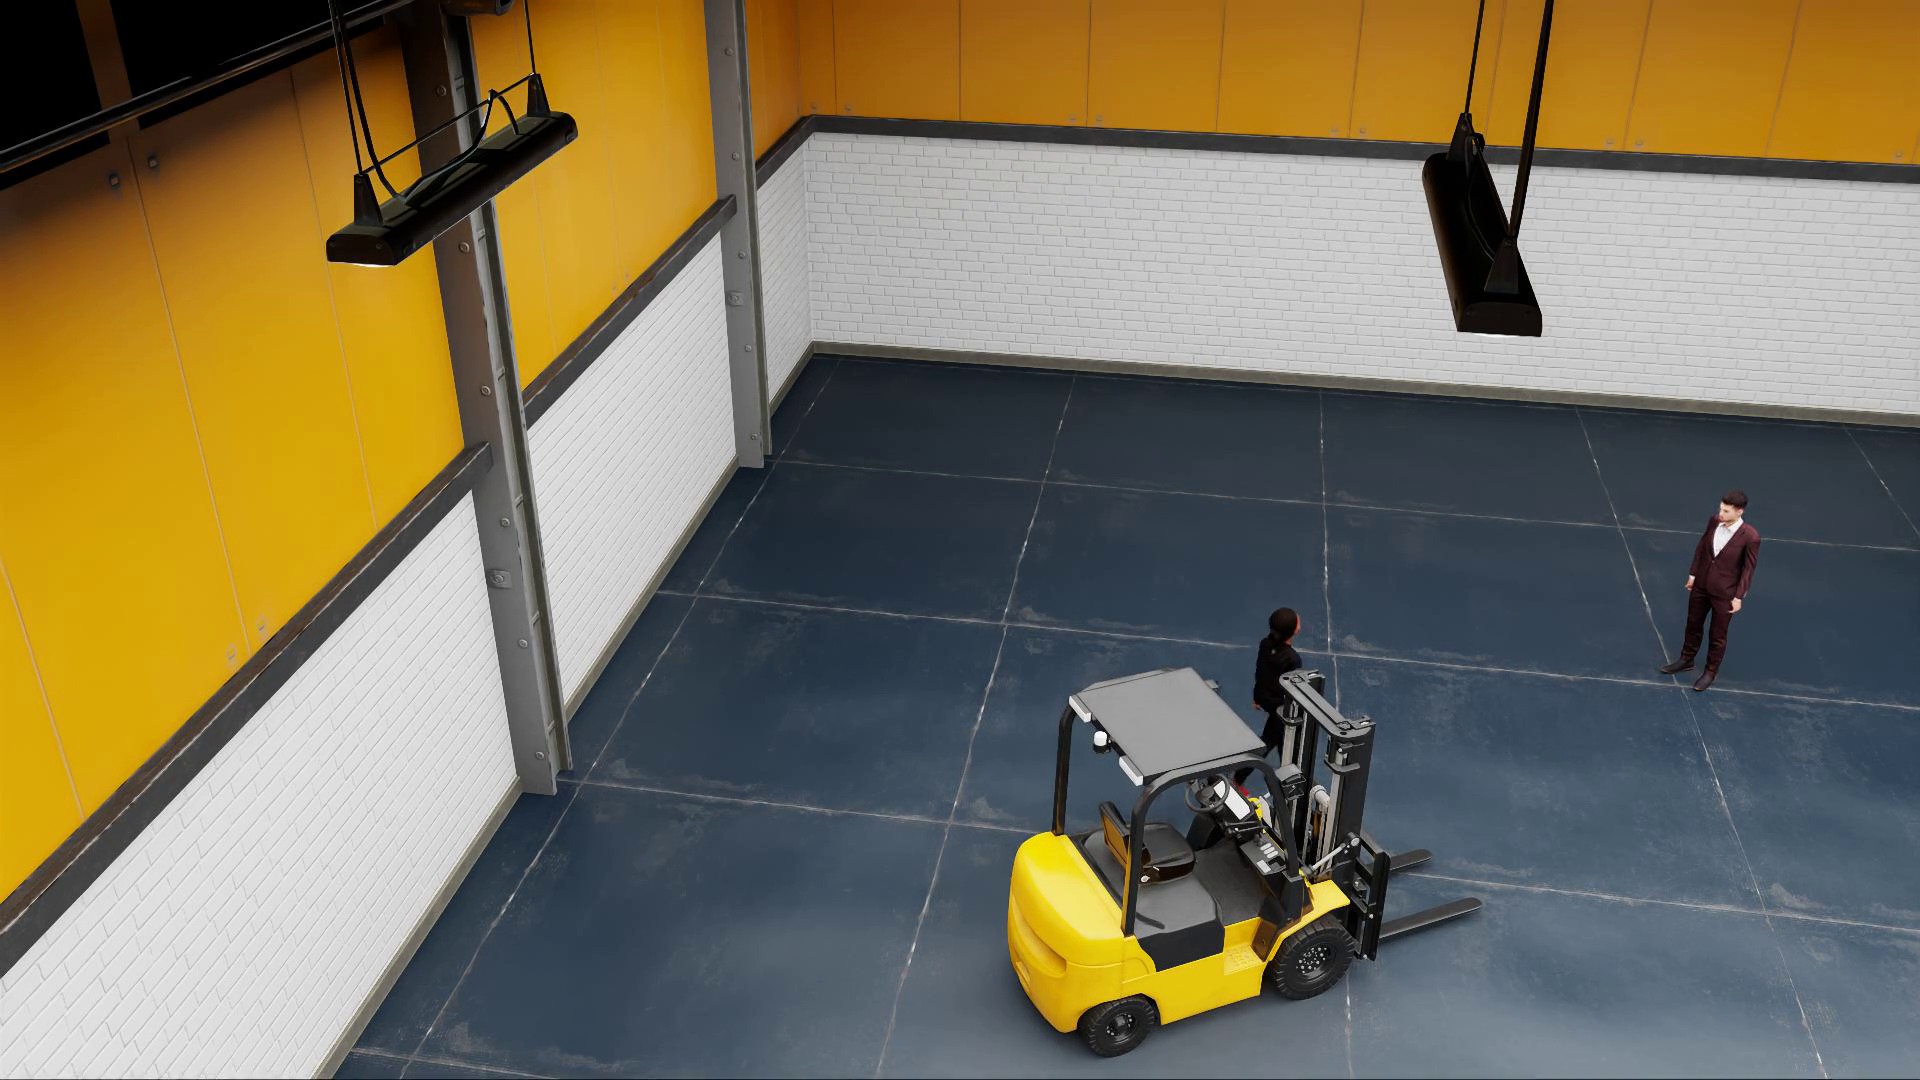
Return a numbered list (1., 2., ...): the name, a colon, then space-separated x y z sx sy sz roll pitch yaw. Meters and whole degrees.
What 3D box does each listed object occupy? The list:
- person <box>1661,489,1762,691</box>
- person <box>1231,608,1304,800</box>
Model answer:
1. person: 6.504 0.394 14.288 0.830 1.863 0.753 -16 33 -27
2. person: 2.394 1.307 12.850 1.077 1.637 1.103 -14 31 -23
